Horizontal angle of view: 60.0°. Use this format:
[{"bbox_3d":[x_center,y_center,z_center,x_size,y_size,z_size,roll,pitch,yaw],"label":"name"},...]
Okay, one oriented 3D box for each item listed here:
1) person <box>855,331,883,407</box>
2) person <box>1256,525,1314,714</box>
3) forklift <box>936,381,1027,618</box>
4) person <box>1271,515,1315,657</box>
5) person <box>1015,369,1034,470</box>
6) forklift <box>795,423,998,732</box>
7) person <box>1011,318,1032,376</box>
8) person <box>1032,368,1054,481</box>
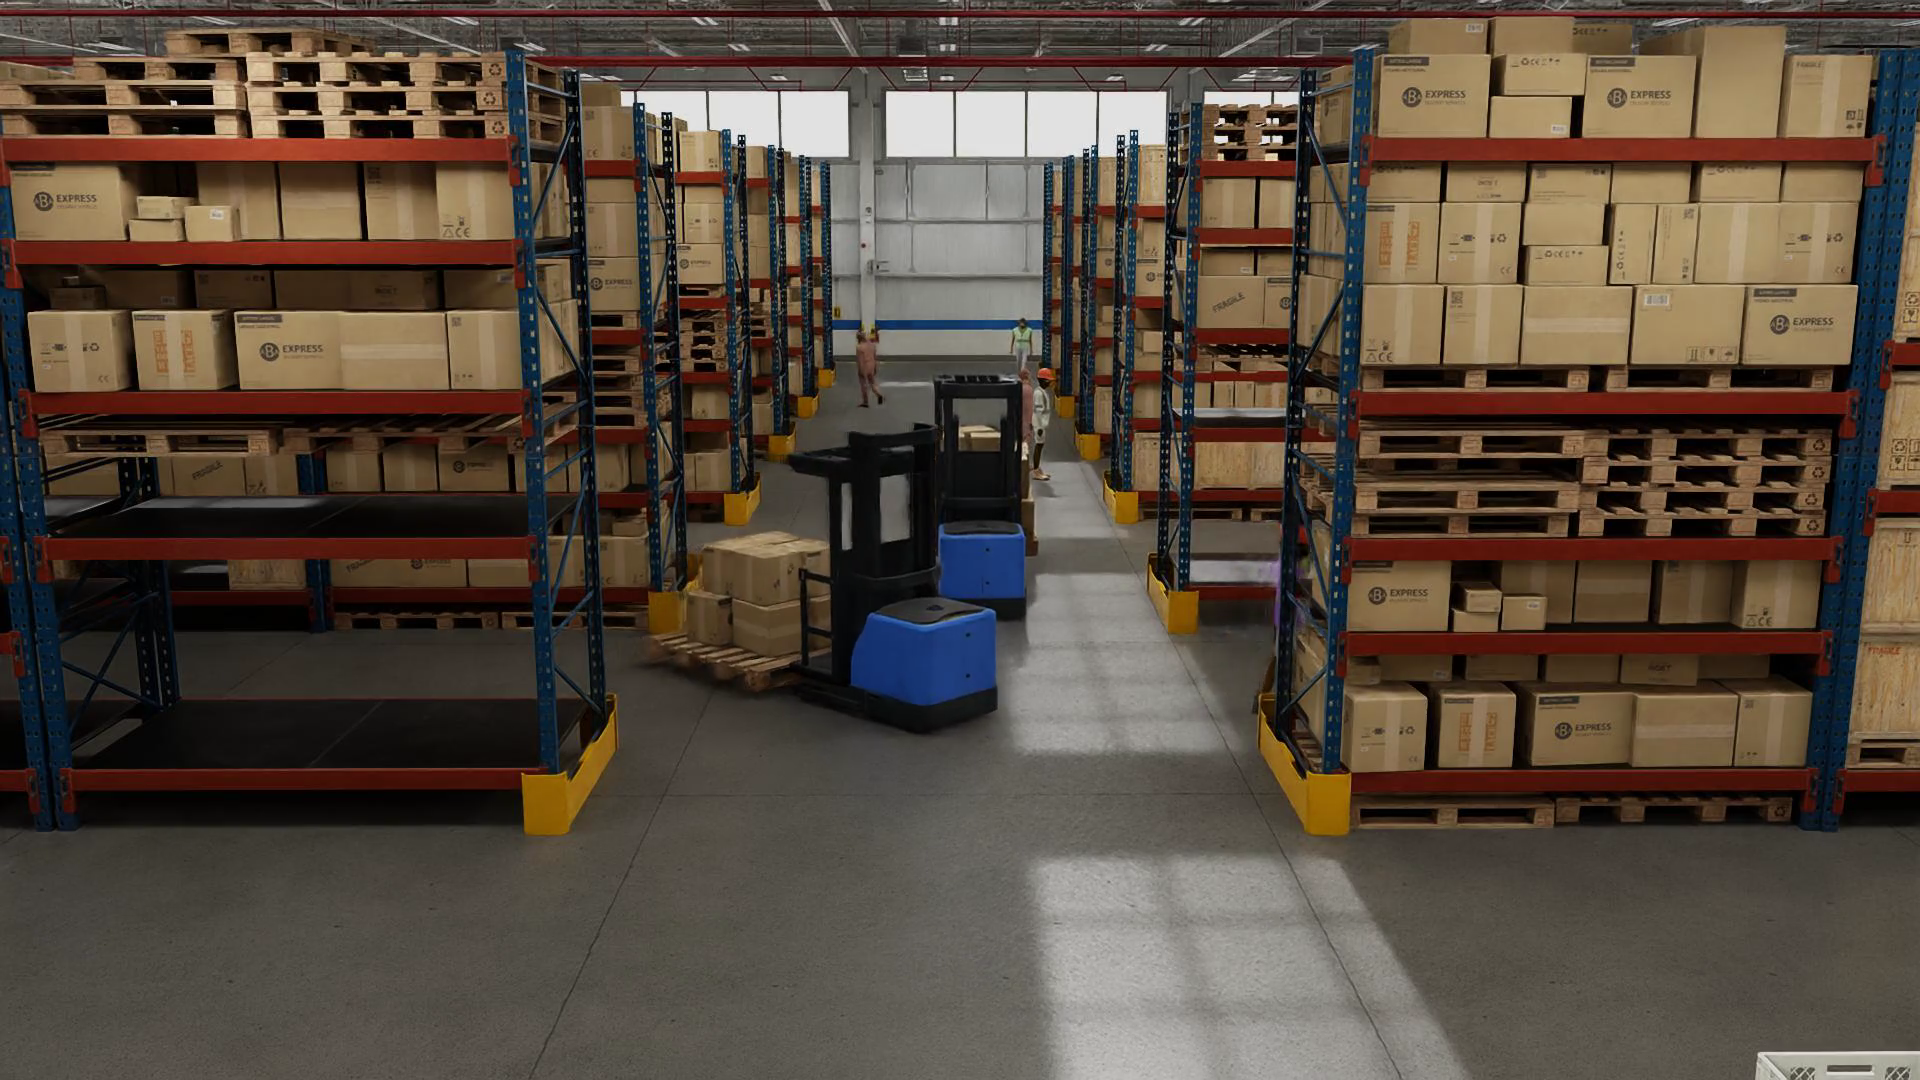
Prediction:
[{"bbox_3d":[-2.270,-4.195,40.970,0.591,1.880,0.665,8,14,36],"label":"person"},{"bbox_3d":[3.359,0.795,16.223,0.949,1.895,0.550,1,11,6],"label":"person"},{"bbox_3d":[0.240,-0.566,20.506,1.129,2.768,1.873,0,11,-2],"label":"forklift"},{"bbox_3d":[3.802,0.489,18.275,0.769,1.666,0.539,0,11,2],"label":"person"},{"bbox_3d":[1.235,-2.284,31.571,0.477,1.874,0.801,-7,13,-29],"label":"person"},{"bbox_3d":[-0.616,0.281,16.307,1.129,2.768,1.873,-11,16,-44],"label":"forklift"},{"bbox_3d":[1.760,-5.436,47.317,0.579,1.813,0.785,1,11,5],"label":"person"},{"bbox_3d":[1.504,-2.109,30.246,0.394,2.040,0.610,2,12,9],"label":"person"}]
